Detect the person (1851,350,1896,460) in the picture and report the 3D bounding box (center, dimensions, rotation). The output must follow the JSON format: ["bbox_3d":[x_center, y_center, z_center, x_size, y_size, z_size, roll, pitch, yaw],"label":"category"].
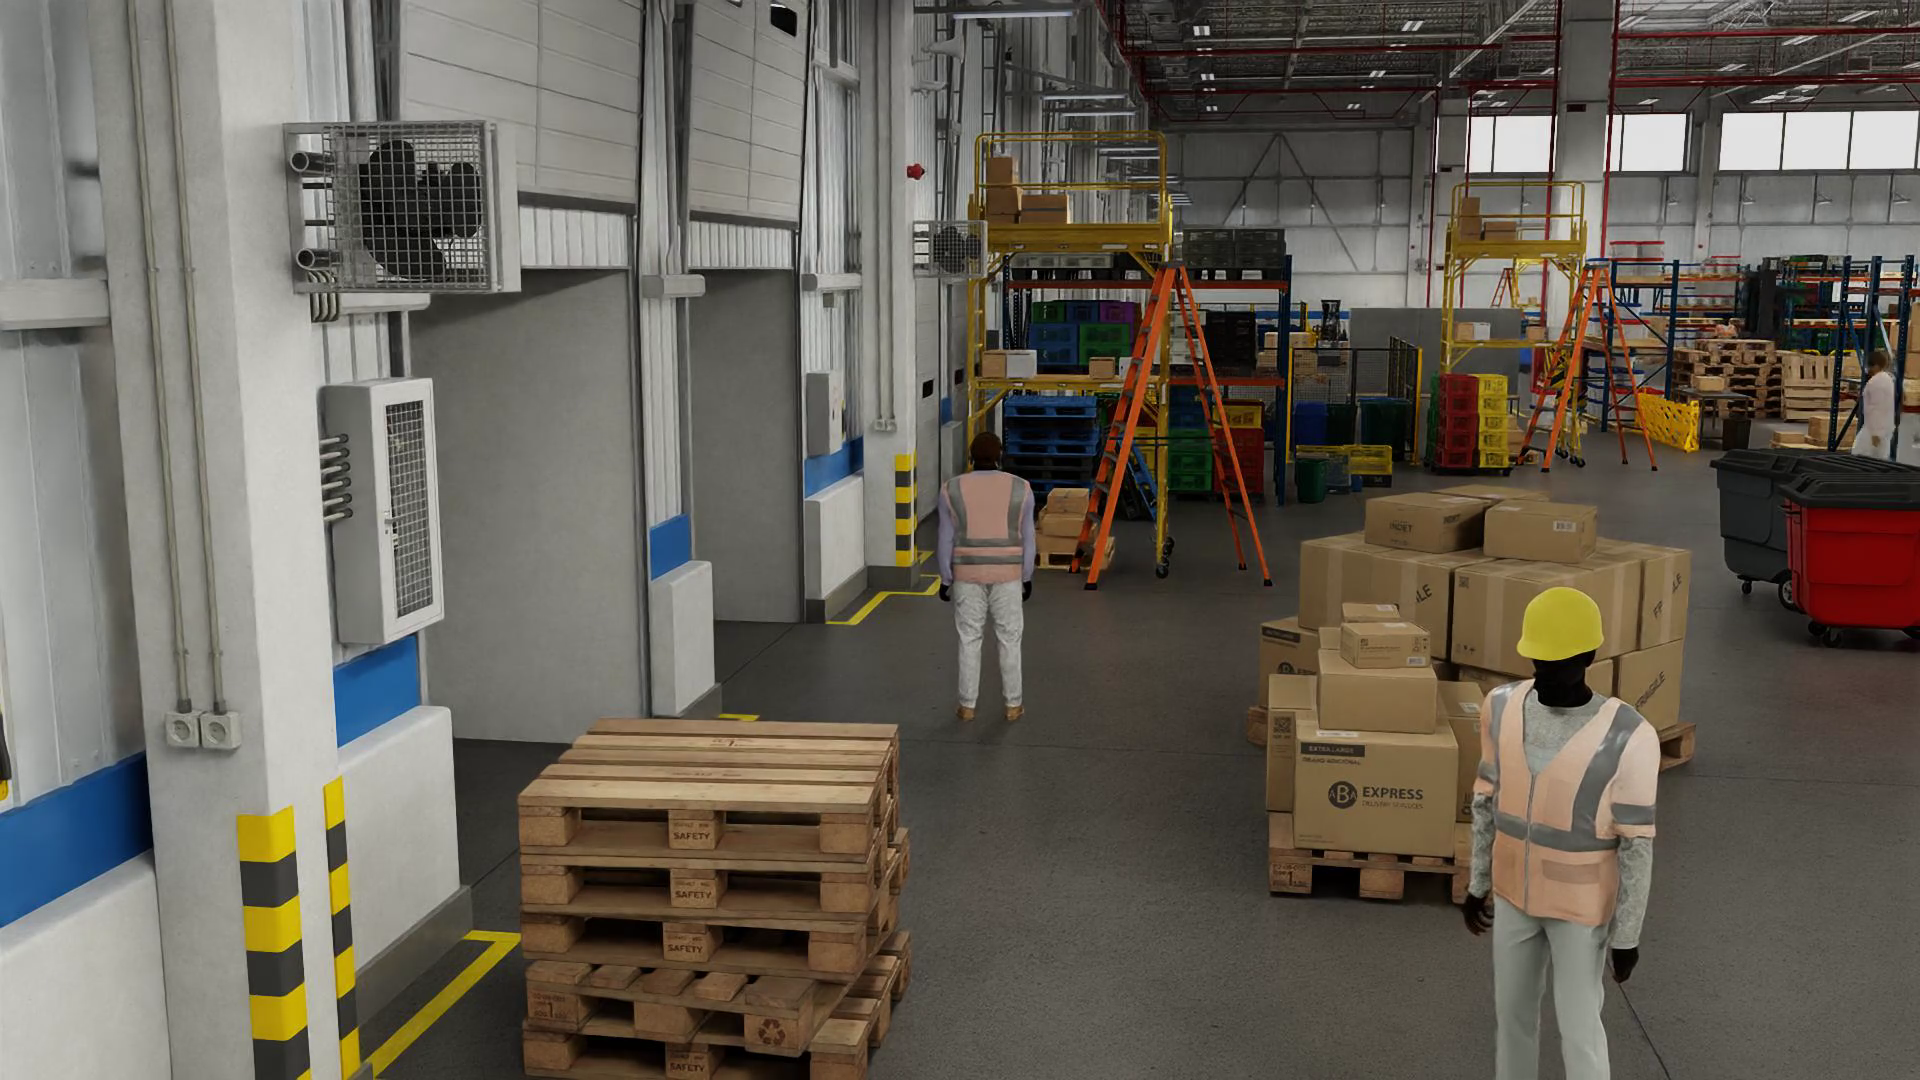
[{"bbox_3d":[10.773,-1.295,19.760,0.645,1.898,0.844,-9,13,-44],"label":"person"}]

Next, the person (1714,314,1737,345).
[{"bbox_3d":[20.740,-5.292,45.069,0.558,1.672,0.621,3,10,17],"label":"person"}]

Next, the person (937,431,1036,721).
[{"bbox_3d":[0.167,0.234,10.519,0.621,1.845,0.430,0,9,-1],"label":"person"}]

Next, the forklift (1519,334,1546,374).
[{"bbox_3d":[16.283,-5.891,45.099,1.873,2.768,1.129,6,11,32],"label":"forklift"}]

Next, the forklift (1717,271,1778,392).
[{"bbox_3d":[18.501,-4.836,38.592,1.873,2.768,1.129,0,9,3],"label":"forklift"}]

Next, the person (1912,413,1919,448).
[{"bbox_3d":[15.545,-2.339,26.711,0.320,1.739,0.485,5,10,27],"label":"person"}]

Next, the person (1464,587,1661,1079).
[{"bbox_3d":[1.801,1.082,5.069,0.390,1.918,0.585,-7,12,-37],"label":"person"}]

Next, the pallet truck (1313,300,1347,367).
[{"bbox_3d":[11.159,-6.200,49.718,0.823,1.965,1.885,4,10,26],"label":"pallet truck"}]
